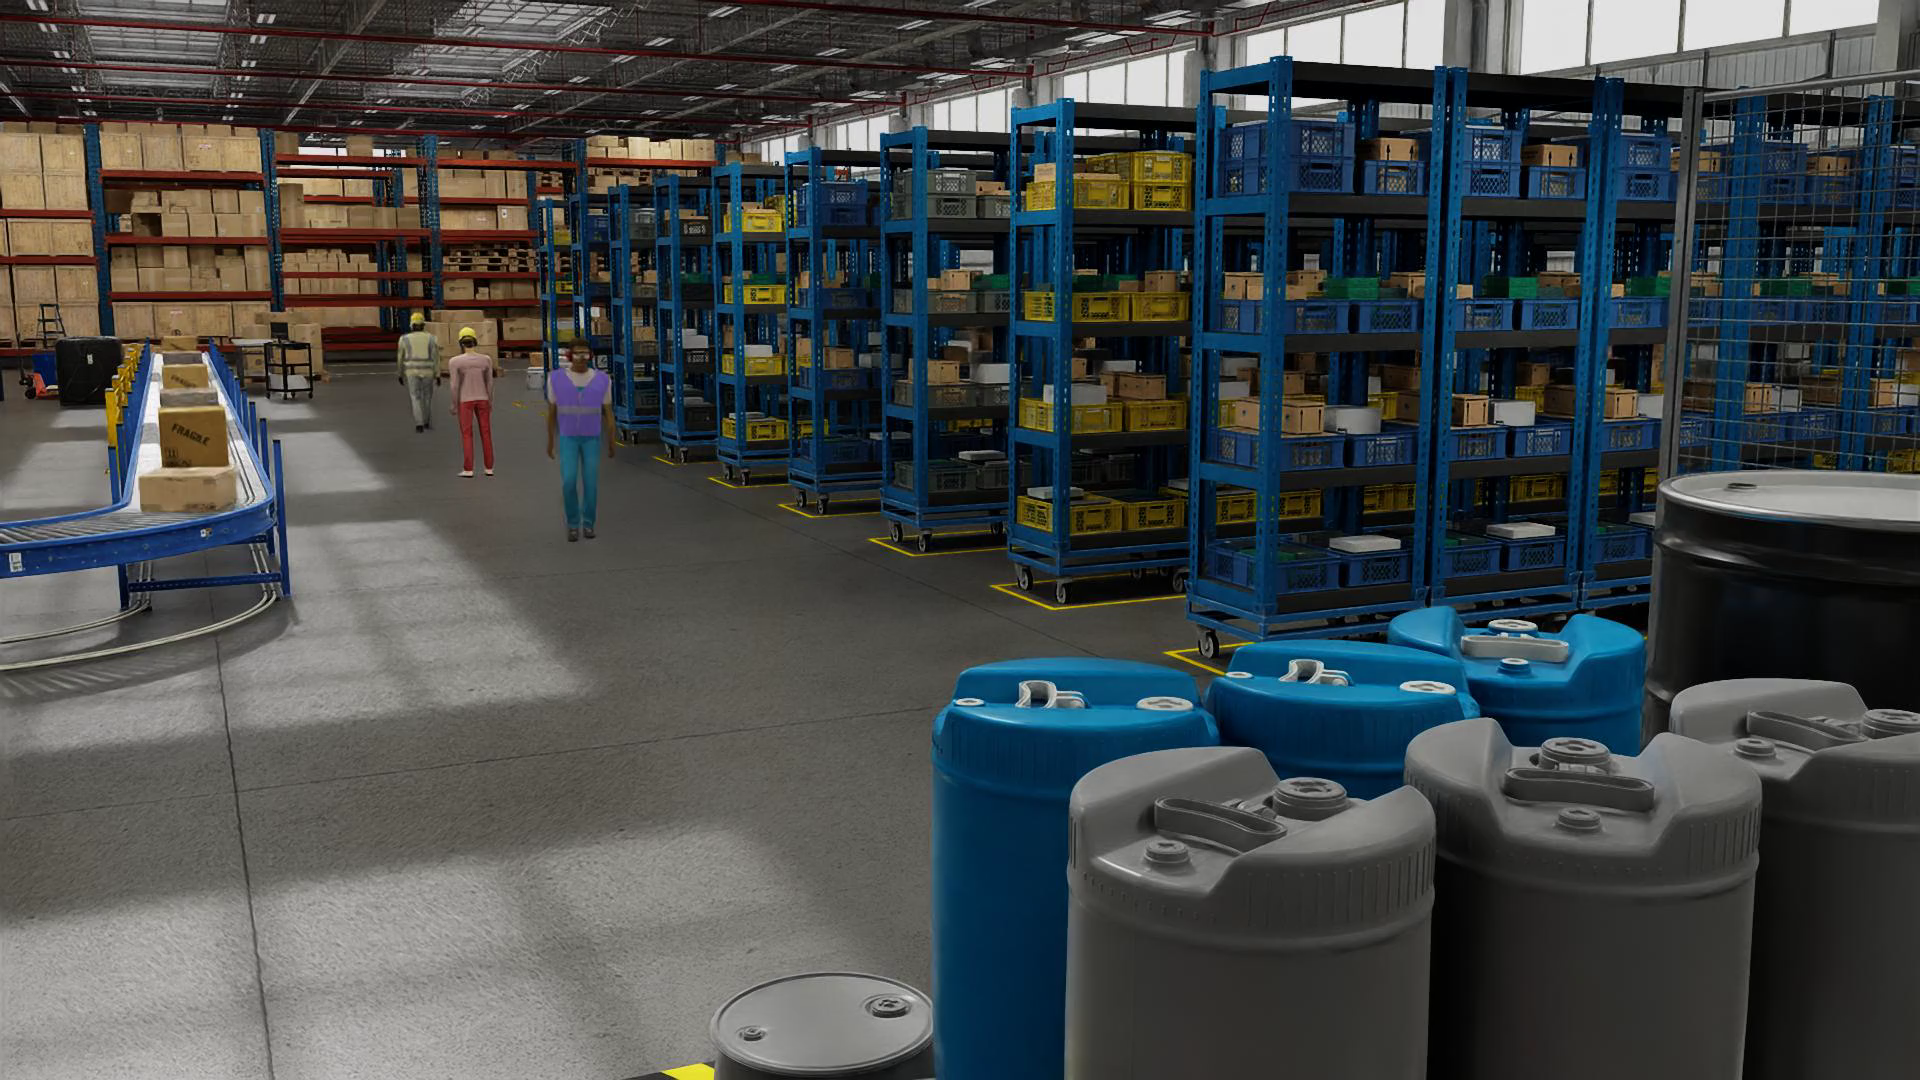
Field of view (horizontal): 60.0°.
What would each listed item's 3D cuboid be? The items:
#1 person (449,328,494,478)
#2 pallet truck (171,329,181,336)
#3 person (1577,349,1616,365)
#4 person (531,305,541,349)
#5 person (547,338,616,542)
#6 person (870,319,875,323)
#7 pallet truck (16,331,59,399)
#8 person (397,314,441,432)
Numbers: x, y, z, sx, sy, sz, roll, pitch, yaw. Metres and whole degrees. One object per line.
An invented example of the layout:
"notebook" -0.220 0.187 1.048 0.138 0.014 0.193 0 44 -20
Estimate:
"person" -5.741 -1.611 19.558 0.523 1.760 0.327 -7 11 -36
"pallet truck" -17.275 -3.851 35.096 1.601 1.201 0.680 0 9 1
"person" 6.378 -1.246 16.584 0.629 1.980 0.610 -4 10 -25
"person" -12.653 -6.476 49.537 0.404 1.824 0.606 0 9 2
"person" -3.381 -0.894 14.891 0.594 1.820 0.657 -3 10 -17
"person" -2.607 -6.521 49.678 0.981 1.888 0.597 -7 12 -38
"pallet truck" -17.082 -3.353 31.781 1.630 1.274 0.653 -4 10 -25
"person" -8.194 -2.529 25.199 0.611 1.780 0.974 -4 10 -23
